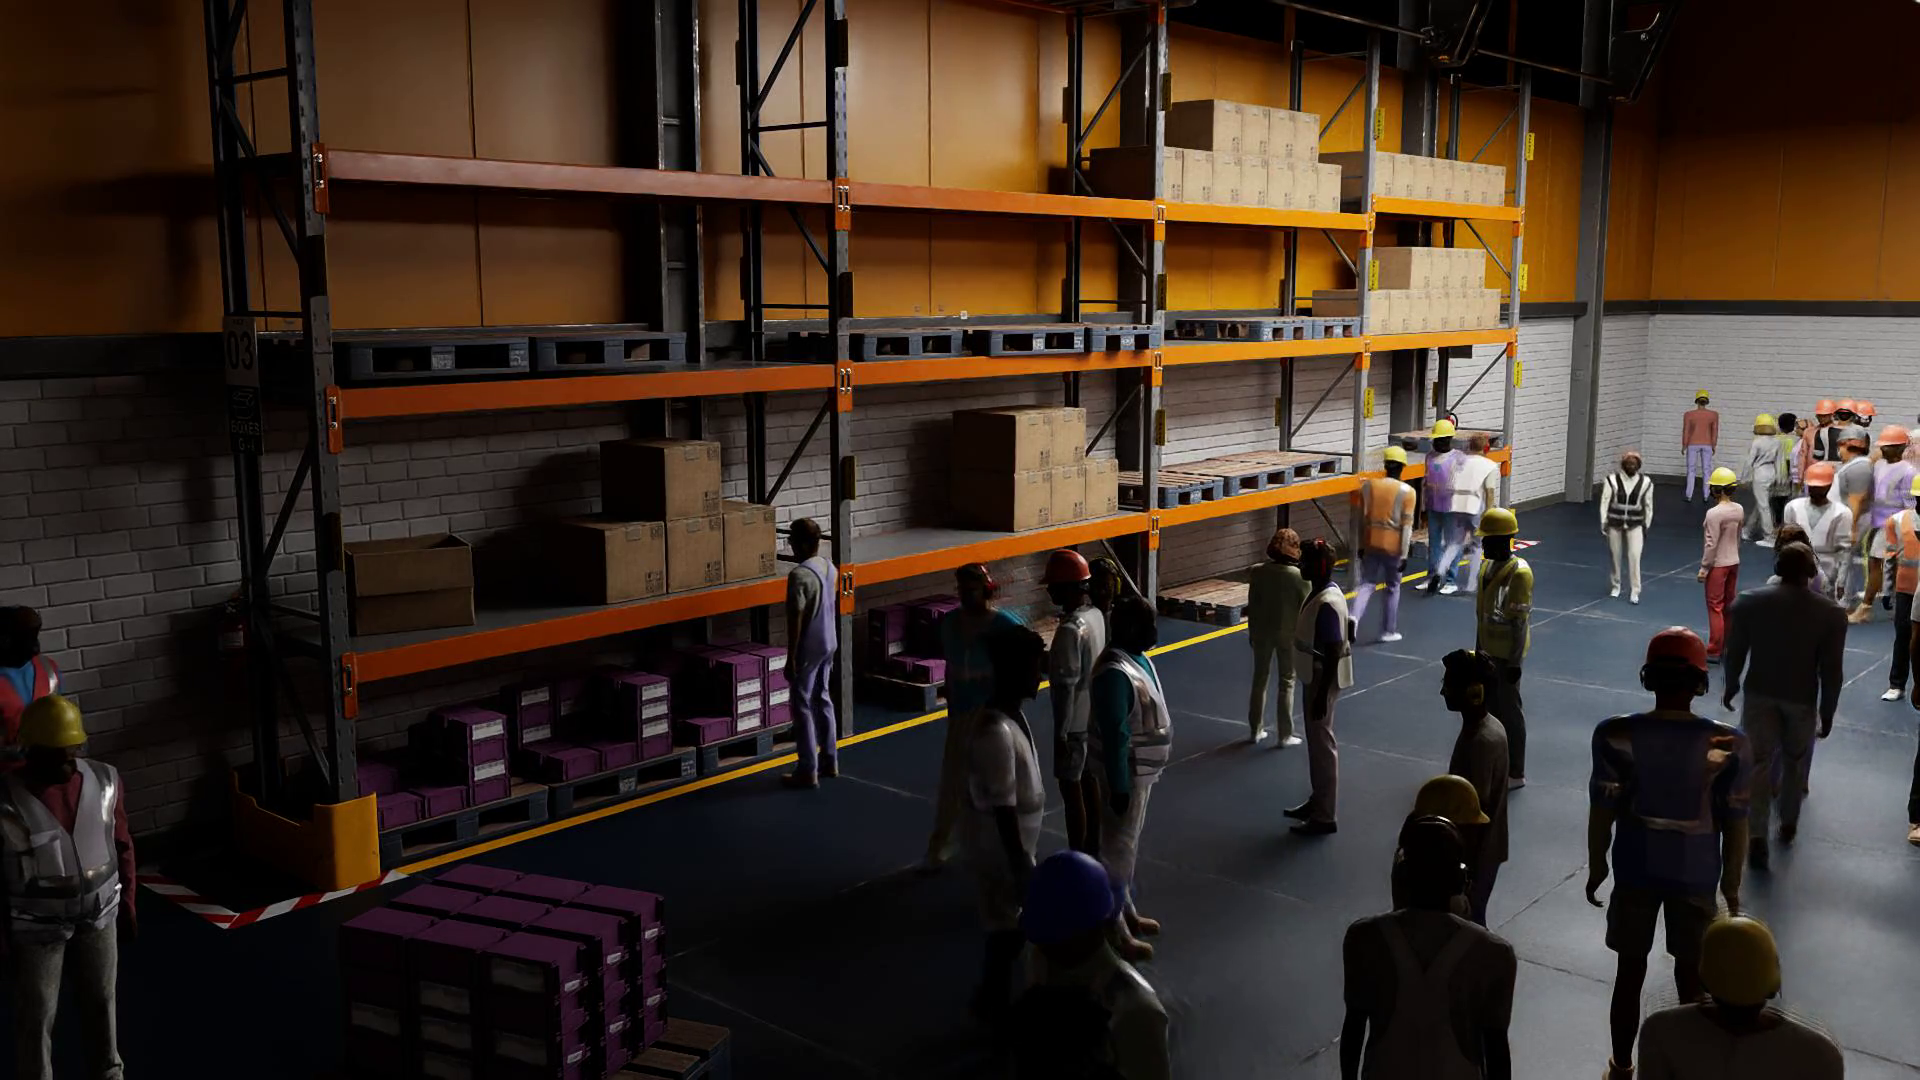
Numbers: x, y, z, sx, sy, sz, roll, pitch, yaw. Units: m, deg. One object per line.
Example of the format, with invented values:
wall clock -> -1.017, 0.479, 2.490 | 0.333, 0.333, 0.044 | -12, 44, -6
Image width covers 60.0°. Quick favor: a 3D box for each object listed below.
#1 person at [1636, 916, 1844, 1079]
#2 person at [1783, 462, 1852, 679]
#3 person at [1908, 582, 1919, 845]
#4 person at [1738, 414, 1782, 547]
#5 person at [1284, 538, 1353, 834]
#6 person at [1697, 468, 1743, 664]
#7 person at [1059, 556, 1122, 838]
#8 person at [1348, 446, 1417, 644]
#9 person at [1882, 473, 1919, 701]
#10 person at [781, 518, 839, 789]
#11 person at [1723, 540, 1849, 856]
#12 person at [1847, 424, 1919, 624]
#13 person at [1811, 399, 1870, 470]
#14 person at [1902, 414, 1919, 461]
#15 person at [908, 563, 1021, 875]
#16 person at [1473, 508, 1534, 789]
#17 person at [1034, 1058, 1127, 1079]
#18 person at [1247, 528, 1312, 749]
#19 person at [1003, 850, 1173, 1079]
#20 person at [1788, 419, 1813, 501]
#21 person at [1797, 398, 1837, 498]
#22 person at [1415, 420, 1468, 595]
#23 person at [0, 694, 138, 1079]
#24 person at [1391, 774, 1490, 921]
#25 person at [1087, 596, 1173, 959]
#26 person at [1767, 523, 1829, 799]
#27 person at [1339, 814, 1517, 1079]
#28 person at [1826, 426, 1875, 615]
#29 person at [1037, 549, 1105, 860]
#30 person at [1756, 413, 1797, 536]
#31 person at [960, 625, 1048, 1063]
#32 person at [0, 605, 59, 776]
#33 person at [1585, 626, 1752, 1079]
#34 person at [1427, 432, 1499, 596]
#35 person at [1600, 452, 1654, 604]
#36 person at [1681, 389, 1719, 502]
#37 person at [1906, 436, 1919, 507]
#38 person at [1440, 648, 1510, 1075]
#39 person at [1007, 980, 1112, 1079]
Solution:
person -> 2.129, 1.858, 4.591 | 0.535, 1.741, 0.420 | 6, 11, 33
person -> 7.189, 0.299, 14.071 | 0.572, 1.904, 0.819 | 7, 12, 40
person -> 6.098, 0.864, 10.003 | 0.677, 2.000, 0.536 | 3, 9, 18
person -> 10.417, -0.793, 21.759 | 0.499, 1.702, 0.798 | -4, 10, -22
person -> 2.250, 0.905, 10.367 | 0.375, 1.843, 0.575 | 1, 9, 6
person -> 6.824, 0.231, 14.970 | 0.523, 1.769, 0.313 | -7, 11, -37
person -> 0.814, 1.009, 9.656 | 0.509, 1.863, 0.326 | 1, 9, 9
person -> 3.938, 0.067, 15.623 | 0.620, 1.890, 0.731 | 8, 12, 40
person -> 7.768, 0.394, 13.451 | 0.581, 1.919, 0.399 | 8, 12, 42
person -> -1.015, 0.762, 11.337 | 0.344, 1.831, 0.527 | 5, 10, 28
person -> 4.920, 0.949, 9.962 | 0.644, 1.914, 0.887 | 4, 10, 26
person -> 9.290, -0.156, 16.658 | 0.855, 2.017, 0.626 | 0, 9, -2
person -> 10.600, -0.691, 20.075 | 0.613, 2.033, 0.410 | 5, 10, 30
person -> 12.063, -0.733, 20.833 | 0.575, 1.880, 0.358 | 8, 12, 42
person -> 0.050, 1.046, 9.554 | 0.570, 1.806, 0.871 | 5, 10, 31
person -> 3.647, 0.730, 11.284 | 0.407, 1.918, 0.584 | -2, 9, -10
person -> 0.192, 1.959, 3.282 | 0.860, 1.926, 0.617 | -4, 10, -24
person -> 2.354, 0.721, 12.274 | 0.505, 1.624, 0.295 | 6, 11, 33
person -> 0.336, 1.770, 4.676 | 0.924, 1.887, 0.606 | -3, 9, -20
person -> 11.021, -0.763, 21.788 | 0.309, 1.641, 0.514 | 1, 9, 5
person -> 10.724, -0.770, 20.699 | 0.401, 1.989, 0.623 | -7, 11, -37
person -> 5.305, -0.365, 18.301 | 0.378, 1.922, 0.594 | -6, 11, -34
person -> -3.566, 1.500, 6.608 | 0.403, 1.825, 0.592 | 7, 11, 38
person -> 1.652, 1.665, 5.840 | 0.341, 1.736, 0.486 | -1, 9, -4
person -> 0.872, 1.191, 8.533 | 0.429, 1.842, 0.636 | 2, 9, 14
person -> 5.497, 0.802, 11.045 | 0.506, 1.842, 0.350 | -4, 10, -26
person -> 1.398, 1.734, 5.038 | 0.502, 1.840, 0.345 | 3, 9, 20
person -> 8.913, -0.187, 16.782 | 0.556, 2.000, 0.723 | 3, 9, 16
person -> 0.628, 1.007, 9.451 | 0.388, 1.929, 0.544 | 4, 10, 23
person -> 11.041, -0.880, 22.390 | 0.378, 1.678, 0.545 | 0, 9, 3
person -> 0.211, 1.328, 7.267 | 0.407, 1.960, 0.649 | 2, 9, 10
person -> -4.759, 1.228, 8.352 | 0.431, 1.826, 0.644 | 3, 9, 19
person -> 2.888, 1.361, 6.827 | 0.605, 2.034, 0.389 | 4, 10, 24
person -> 5.483, -0.265, 18.055 | 0.711, 1.807, 0.598 | -7, 12, -40
person -> 7.155, -0.141, 17.878 | 0.530, 1.607, 0.679 | 3, 9, 21
person -> 11.500, -1.460, 25.875 | 0.525, 1.769, 0.314 | 1, 9, 9
person -> 11.818, -0.615, 20.205 | 0.697, 1.851, 0.995 | 9, 12, 44
person -> 2.209, 1.387, 7.219 | 0.327, 1.863, 0.510 | 3, 9, 16
person -> 0.213, 1.908, 3.649 | 0.613, 1.929, 0.946 | 6, 11, 33
